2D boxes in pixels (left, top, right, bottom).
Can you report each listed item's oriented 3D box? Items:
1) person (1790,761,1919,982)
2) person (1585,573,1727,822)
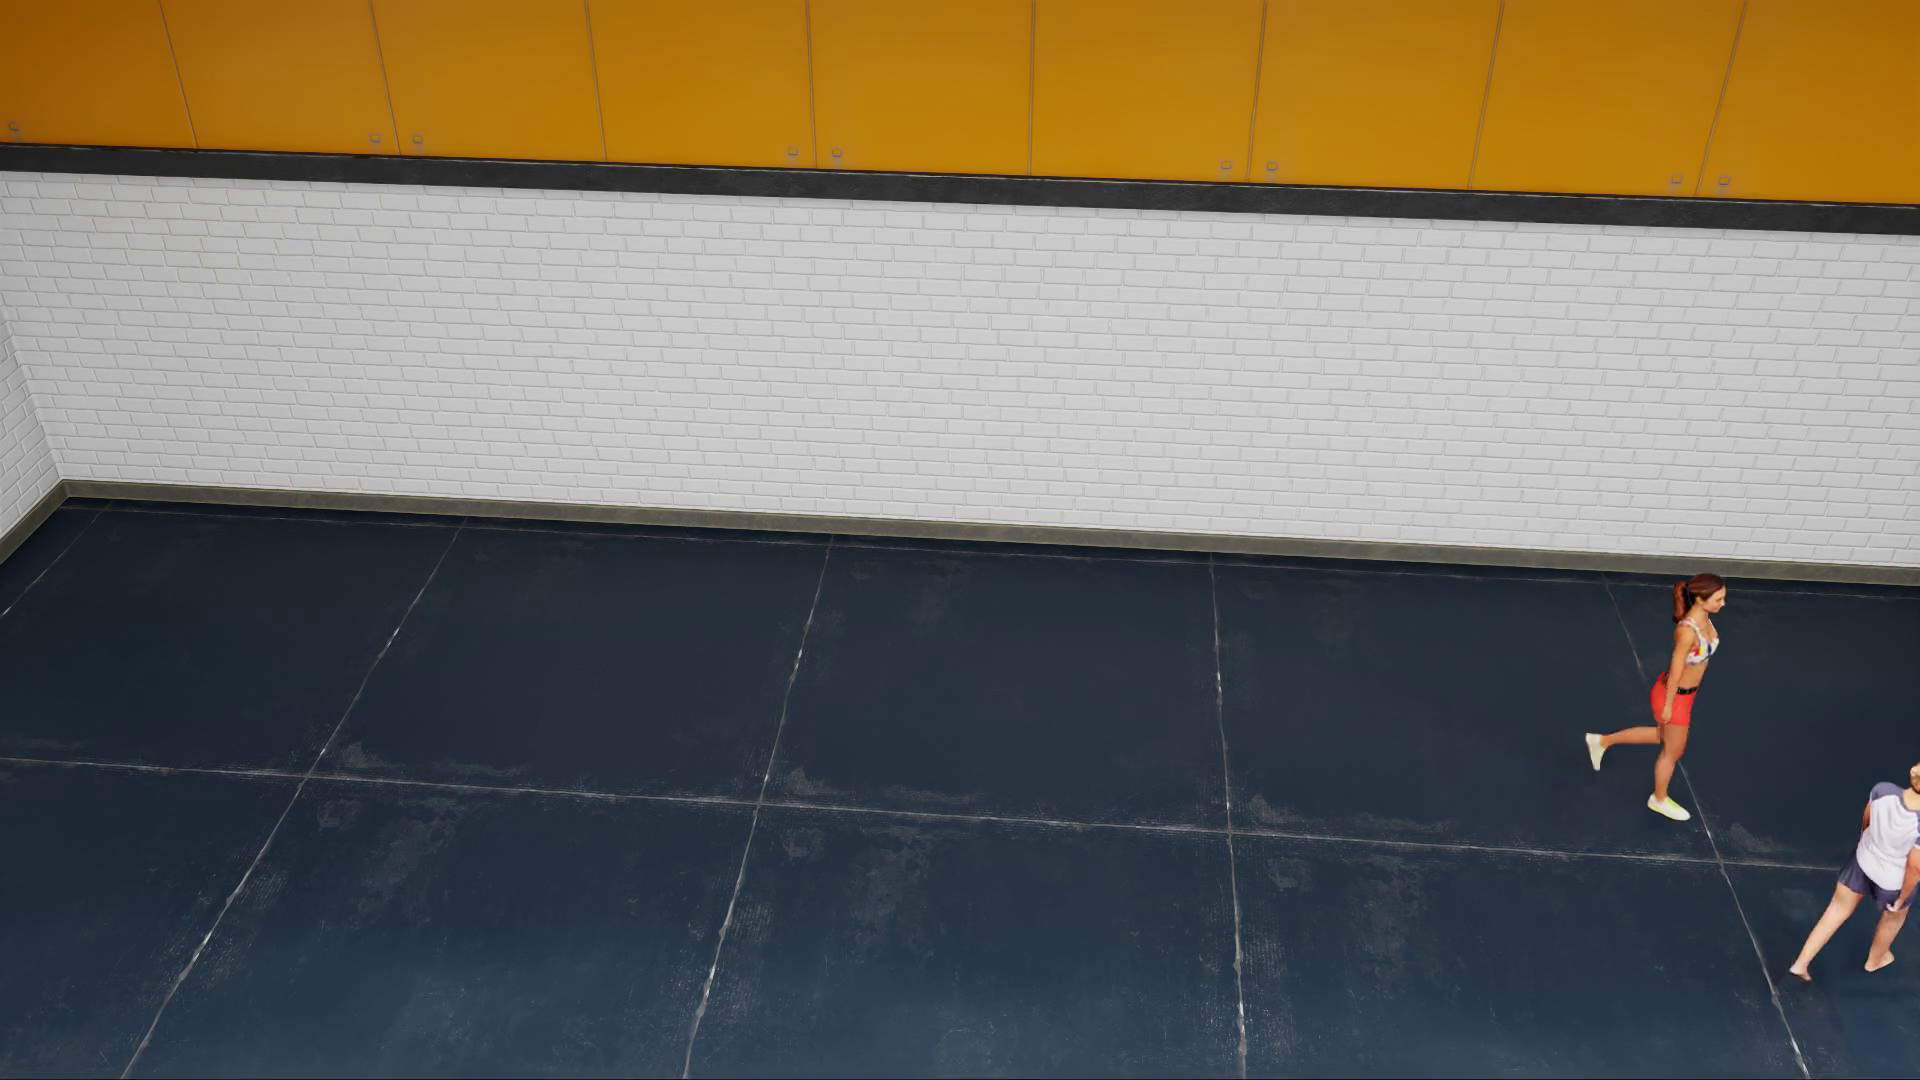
[{"bbox_3d":[4.959,1.827,9.039,0.980,1.594,0.980,-20,38,-27],"label":"person"},{"bbox_3d":[4.316,0.929,10.228,0.948,1.774,0.995,23,40,30],"label":"person"}]
